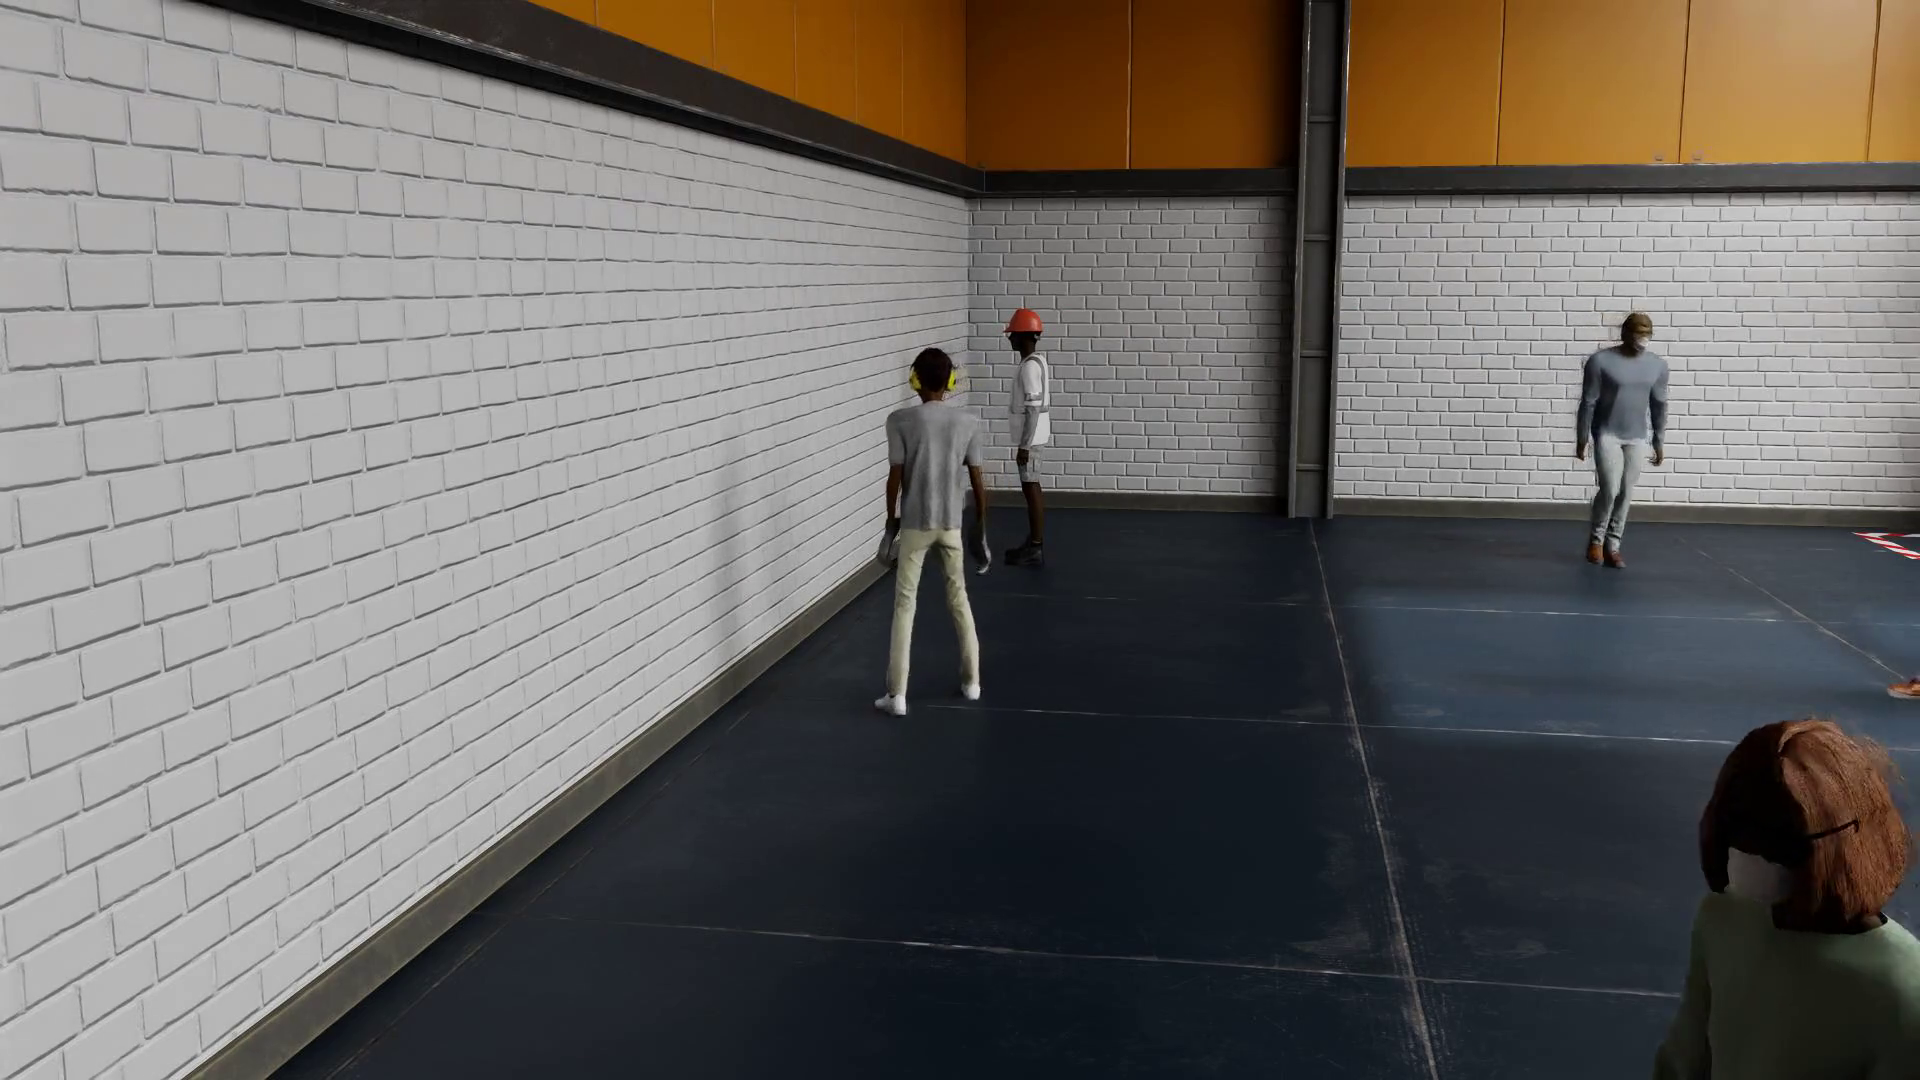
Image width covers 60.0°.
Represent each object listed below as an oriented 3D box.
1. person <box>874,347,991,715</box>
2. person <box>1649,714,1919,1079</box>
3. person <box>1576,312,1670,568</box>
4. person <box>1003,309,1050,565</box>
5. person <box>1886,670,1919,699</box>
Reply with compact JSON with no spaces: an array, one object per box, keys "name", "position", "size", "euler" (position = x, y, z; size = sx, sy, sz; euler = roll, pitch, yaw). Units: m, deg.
[{"name":"person","position":[-0.136,-0.055,8.487],"size":[0.581,1.852,0.429],"euler":[-3,10,-20]},{"name":"person","position":[1.150,1.035,2.313],"size":[0.349,1.625,0.516],"euler":[-1,9,-3]},{"name":"person","position":[4.942,-0.731,12.394],"size":[0.647,1.916,0.481],"euler":[-1,9,-4]},{"name":"person","position":[0.499,-0.775,12.609],"size":[0.360,1.939,0.543],"euler":[1,9,5]},{"name":"person","position":[5.217,-0.096,8.460],"size":[0.690,1.921,0.633],"euler":[2,9,12]}]
